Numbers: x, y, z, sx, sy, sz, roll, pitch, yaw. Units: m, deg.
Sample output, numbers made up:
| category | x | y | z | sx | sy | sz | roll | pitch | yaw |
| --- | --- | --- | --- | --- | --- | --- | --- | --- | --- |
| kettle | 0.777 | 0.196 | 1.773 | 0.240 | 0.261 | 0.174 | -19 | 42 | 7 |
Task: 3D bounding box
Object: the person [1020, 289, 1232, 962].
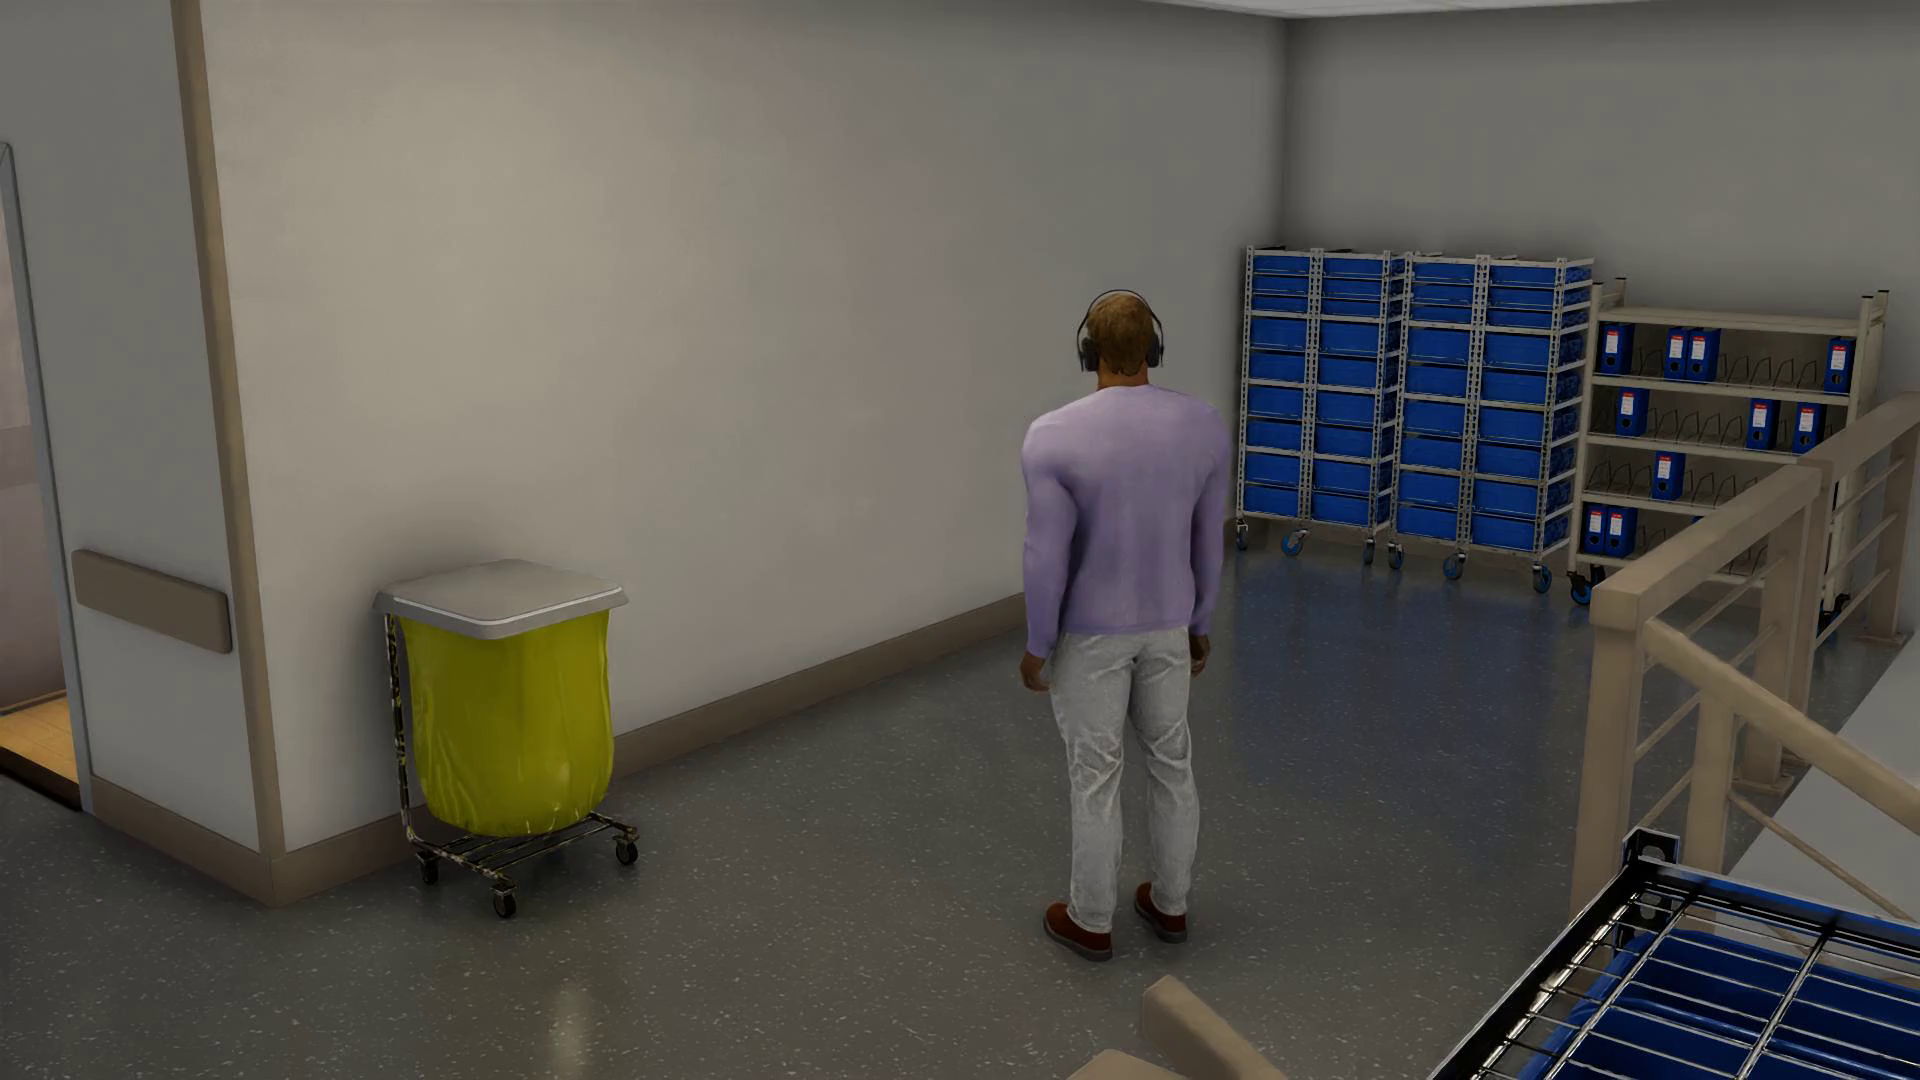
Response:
| category | x | y | z | sx | sy | sz | roll | pitch | yaw |
| --- | --- | --- | --- | --- | --- | --- | --- | --- | --- |
| person | 0.458 | 0.261 | 4.764 | 0.629 | 1.934 | 0.376 | -5 | 14 | -20 |
